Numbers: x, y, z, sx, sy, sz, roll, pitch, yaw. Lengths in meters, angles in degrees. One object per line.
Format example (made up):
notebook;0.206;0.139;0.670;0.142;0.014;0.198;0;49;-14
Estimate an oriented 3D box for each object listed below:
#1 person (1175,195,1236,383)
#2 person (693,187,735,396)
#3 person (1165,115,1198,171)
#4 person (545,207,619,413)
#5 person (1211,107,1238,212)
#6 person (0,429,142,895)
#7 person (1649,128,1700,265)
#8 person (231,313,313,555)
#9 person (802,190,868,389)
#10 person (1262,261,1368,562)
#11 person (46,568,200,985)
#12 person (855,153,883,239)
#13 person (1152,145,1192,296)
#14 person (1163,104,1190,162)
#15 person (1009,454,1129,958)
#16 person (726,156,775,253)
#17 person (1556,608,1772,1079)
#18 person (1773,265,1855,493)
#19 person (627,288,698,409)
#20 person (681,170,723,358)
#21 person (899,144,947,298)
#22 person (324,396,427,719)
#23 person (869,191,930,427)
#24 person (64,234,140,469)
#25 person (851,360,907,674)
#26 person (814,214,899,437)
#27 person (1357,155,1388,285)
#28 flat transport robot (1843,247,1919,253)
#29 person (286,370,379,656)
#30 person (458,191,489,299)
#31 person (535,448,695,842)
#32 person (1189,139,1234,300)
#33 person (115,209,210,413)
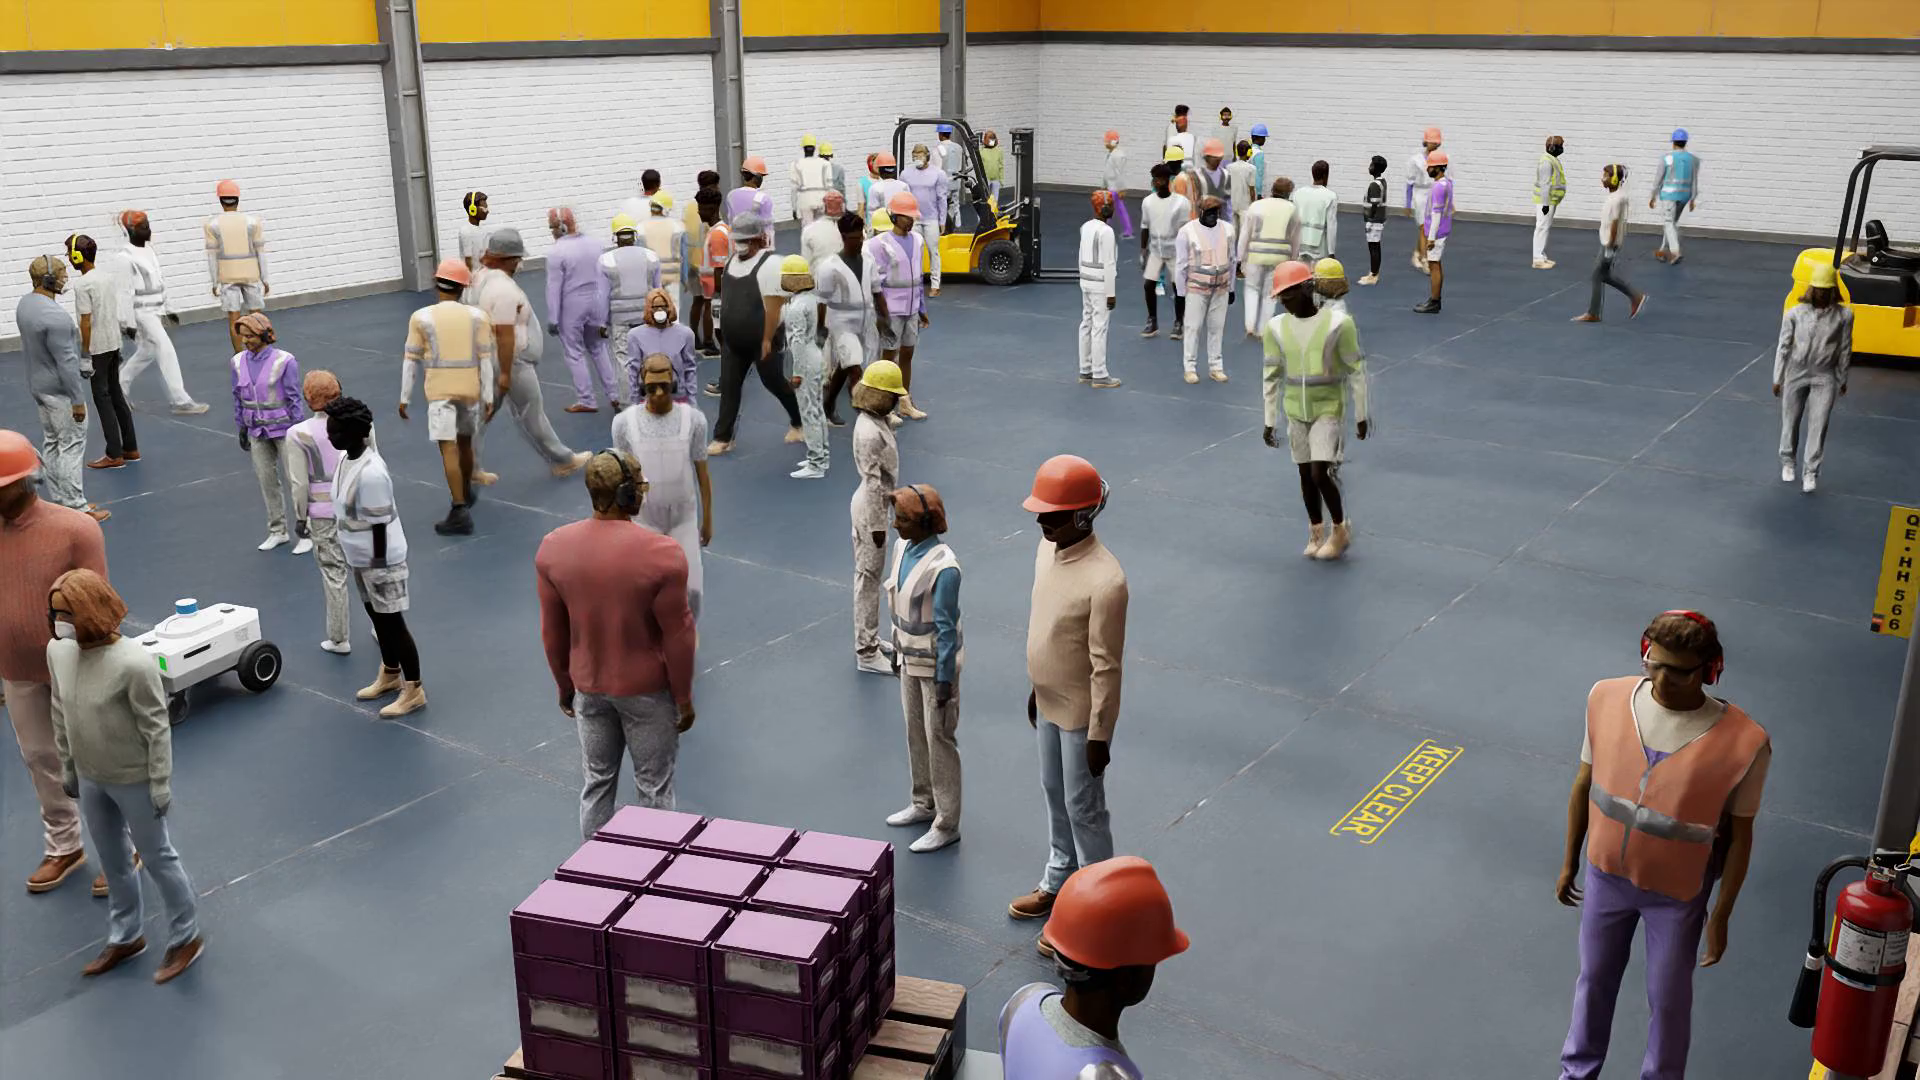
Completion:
person;2.405;-2.448;16.259;0.634;1.832;0.429;-6;19;-17
person;-2.291;-2.354;15.767;0.389;1.955;0.610;-2;18;-6
person;3.692;-6.086;27.576;0.604;1.865;0.622;-9;20;-27
person;-3.434;-2.072;15.030;0.432;1.869;0.788;12;21;34
person;4.722;-6.788;29.764;0.533;1.871;0.320;-4;18;-11
person;-3.722;0.506;6.773;0.619;1.983;0.412;0;18;1
person;10.302;-4.934;23.907;0.593;1.912;0.942;-3;18;-8
person;-4.610;-0.716;11.161;0.524;1.631;0.313;5;18;14
person;-1.201;-2.405;16.021;0.664;1.899;0.396;-3;18;-9
person;2.319;-0.827;10.943;0.721;1.982;0.483;12;21;33
person;-3.131;0.879;6.171;0.506;1.633;0.278;7;19;20
person;-1.065;-3.868;20.662;0.390;1.850;0.563;13;22;36
person;2.718;-4.080;21.244;0.594;1.905;0.397;-2;18;-7
person;3.818;-6.655;29.209;0.364;1.965;0.616;-12;22;-34
person;0.415;0.631;6.379;0.400;1.988;0.616;-7;19;-20
person;-2.241;-3.149;18.137;0.612;2.029;0.407;12;21;32
person;2.168;1.075;5.219;0.565;1.840;0.390;16;24;41
person;6.430;-1.215;12.574;0.513;1.705;0.848;7;19;22
person;-2.151;-1.014;12.088;0.500;1.633;0.284;-6;19;-17
person;-2.675;-2.881;17.418;0.691;1.956;0.405;15;23;40
person;-0.474;-4.048;21.110;0.638;1.928;0.388;5;18;15
person;-3.032;0.082;8.573;0.321;1.688;0.535;-13;22;-35
person;-0.506;-2.027;14.593;0.382;2.043;0.605;16;24;41
person;-6.857;-1.495;13.242;0.346;1.856;0.527;0;18;0
person;-0.442;-0.133;9.169;0.316;1.735;0.483;0;18;-1
person;-0.916;-1.835;14.215;1.039;1.910;0.626;14;22;37
person;5.491;-4.237;22.059;0.318;1.700;0.537;7;19;21
flat transport robot;13.202;-4.059;23.814;1.431;0.197;0.652;-1;18;-4
person;-3.498;-0.153;9.387;0.512;1.638;0.312;-15;23;-38
person;-4.702;-2.462;16.256;0.322;1.860;0.517;1;18;3
person;-1.337;0.586;6.594;0.629;1.937;0.376;4;18;13
person;3.171;-4.080;21.118;0.622;1.985;1.064;-11;21;-30
person;-7.372;-2.041;14.959;0.913;1.855;0.572;-1;18;-5
